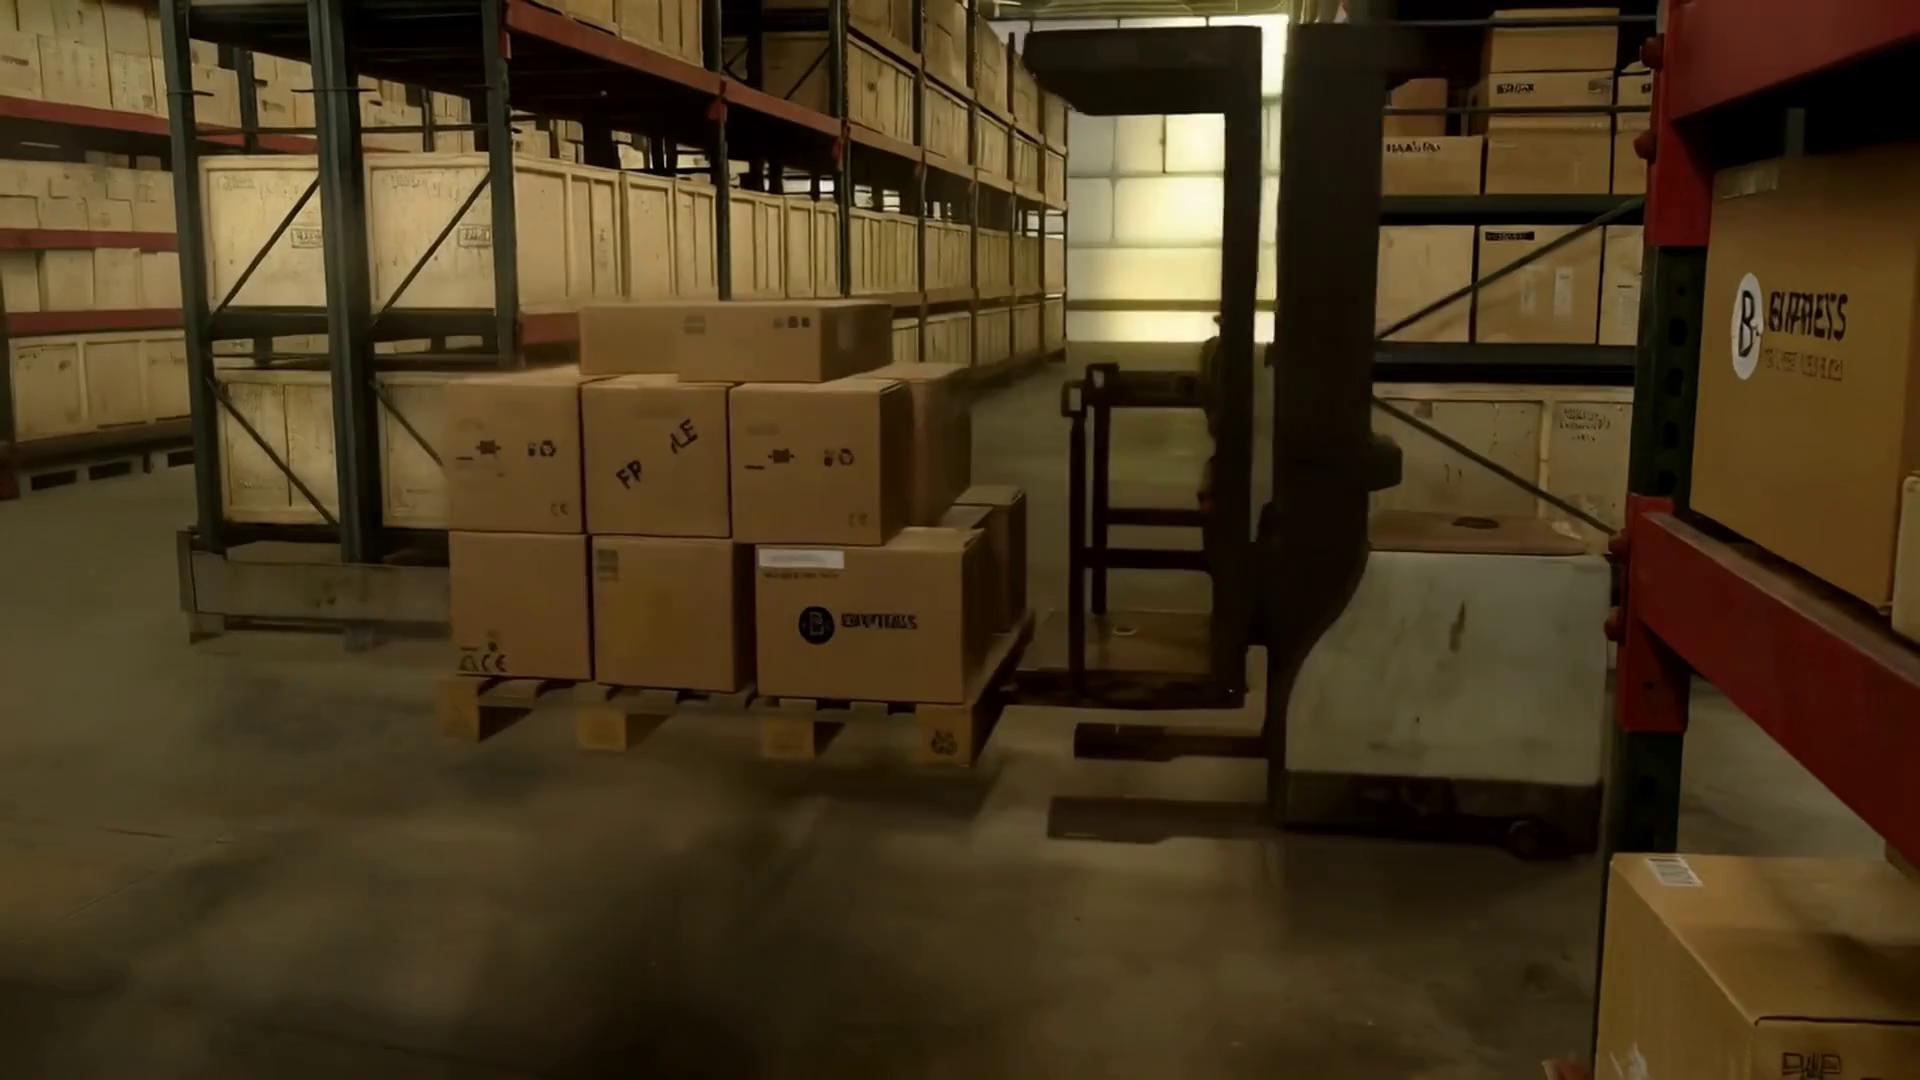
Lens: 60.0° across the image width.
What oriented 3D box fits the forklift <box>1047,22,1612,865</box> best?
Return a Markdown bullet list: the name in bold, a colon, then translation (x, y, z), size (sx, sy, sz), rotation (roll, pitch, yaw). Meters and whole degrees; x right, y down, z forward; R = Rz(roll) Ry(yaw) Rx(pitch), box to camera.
- **forklift**: translation (1.317, -0.373, 6.004), size (1.873, 2.768, 1.129), rotation (1, 9, 9)
